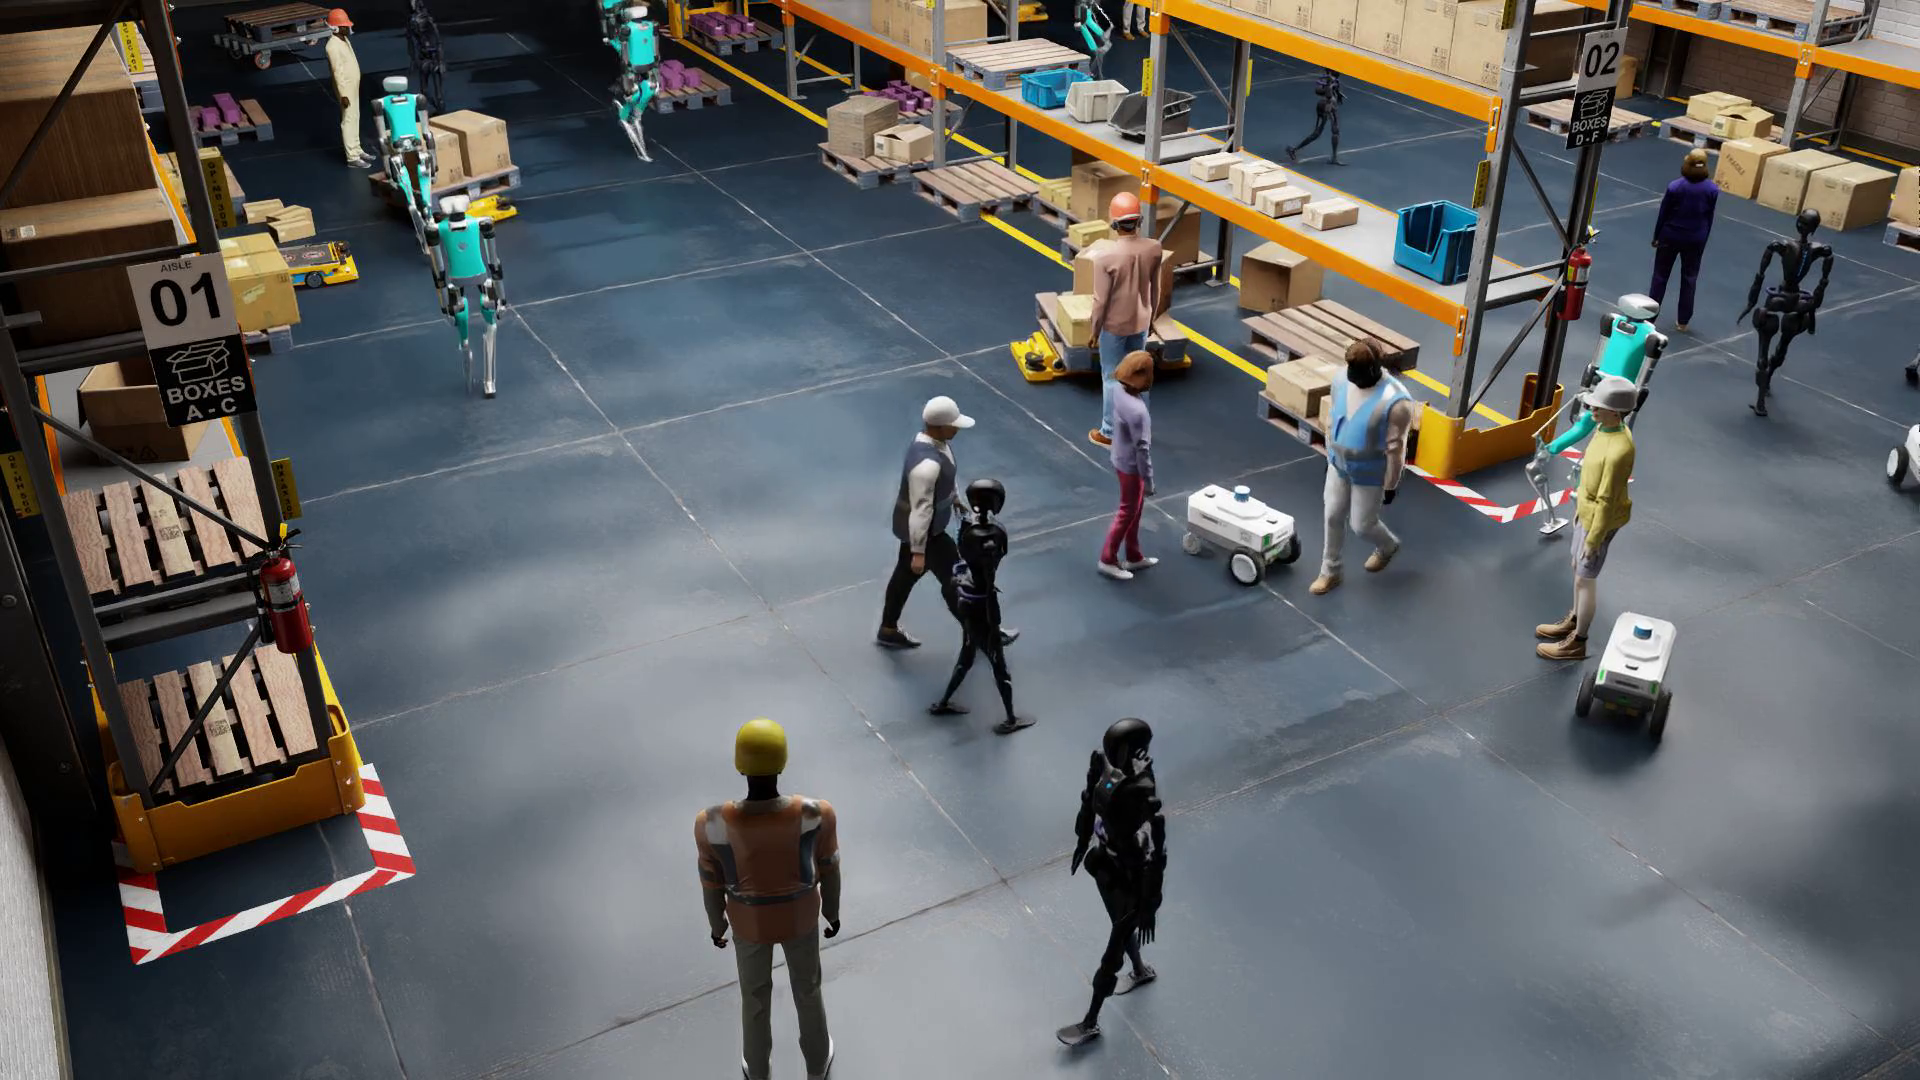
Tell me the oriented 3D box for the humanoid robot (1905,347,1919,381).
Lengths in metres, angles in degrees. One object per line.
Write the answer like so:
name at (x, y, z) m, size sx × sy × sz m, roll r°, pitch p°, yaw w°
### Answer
humanoid robot at (8.100, -2.017, 13.528) m, size 0.488 × 1.633 × 0.615 m, roll -9°, pitch 31°, yaw -16°

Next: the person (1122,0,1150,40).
person at (2.599, -8.231, 24.124) m, size 0.553 × 1.890 × 0.390 m, roll -19°, pitch 35°, yaw -29°

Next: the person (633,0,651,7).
person at (-5.196, -9.132, 25.774) m, size 0.470 × 1.805 × 0.655 m, roll 6°, pitch 30°, yaw 11°

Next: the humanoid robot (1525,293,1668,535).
humanoid robot at (4.222, -0.762, 11.309) m, size 0.856 × 1.783 × 0.545 m, roll -12°, pitch 32°, yaw -20°

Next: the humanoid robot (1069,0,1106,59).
humanoid robot at (1.770, -7.561, 23.176) m, size 0.652 × 1.639 × 0.600 m, roll 9°, pitch 31°, yaw 15°

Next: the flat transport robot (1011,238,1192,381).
flat transport robot at (1.202, -1.621, 14.232) m, size 1.431 × 0.231 × 0.659 m, roll -5°, pitch 30°, yaw -9°

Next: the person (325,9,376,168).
person at (-6.911, -5.120, 18.831) m, size 0.341 × 1.748 × 0.572 m, roll -3°, pitch 30°, yaw -5°

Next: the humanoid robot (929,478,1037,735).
humanoid robot at (0.127, 0.346, 9.427) m, size 0.607 × 1.636 × 0.612 m, roll -5°, pitch 30°, yaw -9°

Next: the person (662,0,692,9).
person at (-4.503, -9.078, 25.763) m, size 0.613 × 1.708 × 0.534 m, roll 2°, pitch 30°, yaw 3°

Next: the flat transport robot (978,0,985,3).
flat transport robot at (-0.242, -8.560, 26.311) m, size 1.431 × 0.231 × 0.659 m, roll -2°, pitch 30°, yaw -4°

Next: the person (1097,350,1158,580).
person at (1.139, -0.483, 10.889) m, size 0.432 × 1.624 × 0.524 m, roll -5°, pitch 30°, yaw -8°

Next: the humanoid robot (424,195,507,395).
humanoid robot at (-3.926, -1.913, 13.386) m, size 0.546 × 1.902 × 0.725 m, roll -9°, pitch 31°, yaw -15°

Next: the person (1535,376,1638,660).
person at (3.817, -0.118, 10.005) m, size 0.403 × 1.888 × 0.481 m, roll 6°, pitch 30°, yaw 10°

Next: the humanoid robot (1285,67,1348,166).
humanoid robot at (4.122, -5.059, 18.837) m, size 0.718 × 1.639 × 0.599 m, roll 11°, pitch 32°, yaw 18°

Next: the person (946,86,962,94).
person at (0.002, -6.756, 21.542) m, size 0.404 × 1.900 × 0.634 m, roll -14°, pitch 33°, yaw -23°

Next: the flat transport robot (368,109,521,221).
flat transport robot at (-5.433, -3.604, 17.684) m, size 1.431 × 0.231 × 0.659 m, roll 22°, pitch 37°, yaw 34°

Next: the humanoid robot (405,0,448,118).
humanoid robot at (-6.407, -5.838, 20.167) m, size 0.612 × 1.644 × 0.485 m, roll 17°, pitch 34°, yaw 27°

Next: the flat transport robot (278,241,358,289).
flat transport robot at (-6.538, -2.568, 15.880) m, size 1.431 × 0.231 × 0.659 m, roll -12°, pitch 32°, yaw -21°

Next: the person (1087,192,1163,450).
person at (1.223, -1.643, 12.542) m, size 0.618 × 1.990 × 0.392 m, roll -17°, pitch 34°, yaw -26°

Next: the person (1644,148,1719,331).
person at (6.369, -2.660, 14.695) m, size 0.458 × 1.614 × 0.385 m, roll 6°, pitch 30°, yaw 10°

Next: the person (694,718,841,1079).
person at (-0.788, 1.569, 7.016) m, size 0.585 × 1.927 × 0.360 m, roll -5°, pitch 30°, yaw -8°

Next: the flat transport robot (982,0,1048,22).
flat transport robot at (0.816, -8.302, 25.862) m, size 0.659 × 0.231 × 1.431 m, roll -9°, pitch 31°, yaw -16°

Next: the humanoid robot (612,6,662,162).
humanoid robot at (-3.727, -5.196, 19.029) m, size 0.628 × 1.833 × 0.547 m, roll 26°, pitch 39°, yaw 38°

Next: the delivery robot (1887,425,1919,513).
delivery robot at (7.120, -0.548, 12.073) m, size 0.499 × 0.592 × 0.774 m, roll 6°, pitch 30°, yaw 11°

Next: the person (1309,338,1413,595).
person at (2.623, -0.486, 10.705) m, size 0.592 × 1.817 × 0.645 m, roll -22°, pitch 37°, yaw -34°

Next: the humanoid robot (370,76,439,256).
humanoid robot at (-5.287, -3.538, 16.155) m, size 0.532 × 1.751 × 1.046 m, roll -14°, pitch 33°, yaw -22°

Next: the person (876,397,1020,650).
person at (-0.095, -0.064, 10.073) m, size 0.926 × 1.701 × 0.758 m, roll 1°, pitch 30°, yaw 1°

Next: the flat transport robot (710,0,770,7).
flat transport robot at (-3.262, -8.685, 26.528) m, size 1.431 × 0.231 × 0.659 m, roll -8°, pitch 31°, yaw -13°

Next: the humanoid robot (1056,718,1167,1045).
humanoid robot at (0.663, 1.488, 7.428) m, size 0.706 × 1.632 × 0.608 m, roll -18°, pitch 34°, yaw -28°

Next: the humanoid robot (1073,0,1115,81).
humanoid robot at (1.794, -6.877, 22.013) m, size 0.763 × 1.900 × 0.547 m, roll 10°, pitch 31°, yaw 16°

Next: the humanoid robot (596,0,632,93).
humanoid robot at (-4.225, -6.509, 21.319) m, size 1.018 × 1.777 × 0.531 m, roll 19°, pitch 35°, yaw 30°

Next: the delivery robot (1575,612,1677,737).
delivery robot at (3.967, 0.767, 9.799) m, size 0.499 × 0.606 × 0.781 m, roll 15°, pitch 33°, yaw 25°

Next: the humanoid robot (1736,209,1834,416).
humanoid robot at (6.543, -1.871, 13.277) m, size 0.587 × 1.634 × 0.722 m, roll 4°, pitch 30°, yaw 7°

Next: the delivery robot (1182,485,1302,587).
delivery robot at (1.891, -0.084, 11.257) m, size 0.777 × 0.583 × 0.499 m, roll 26°, pitch 39°, yaw 38°
